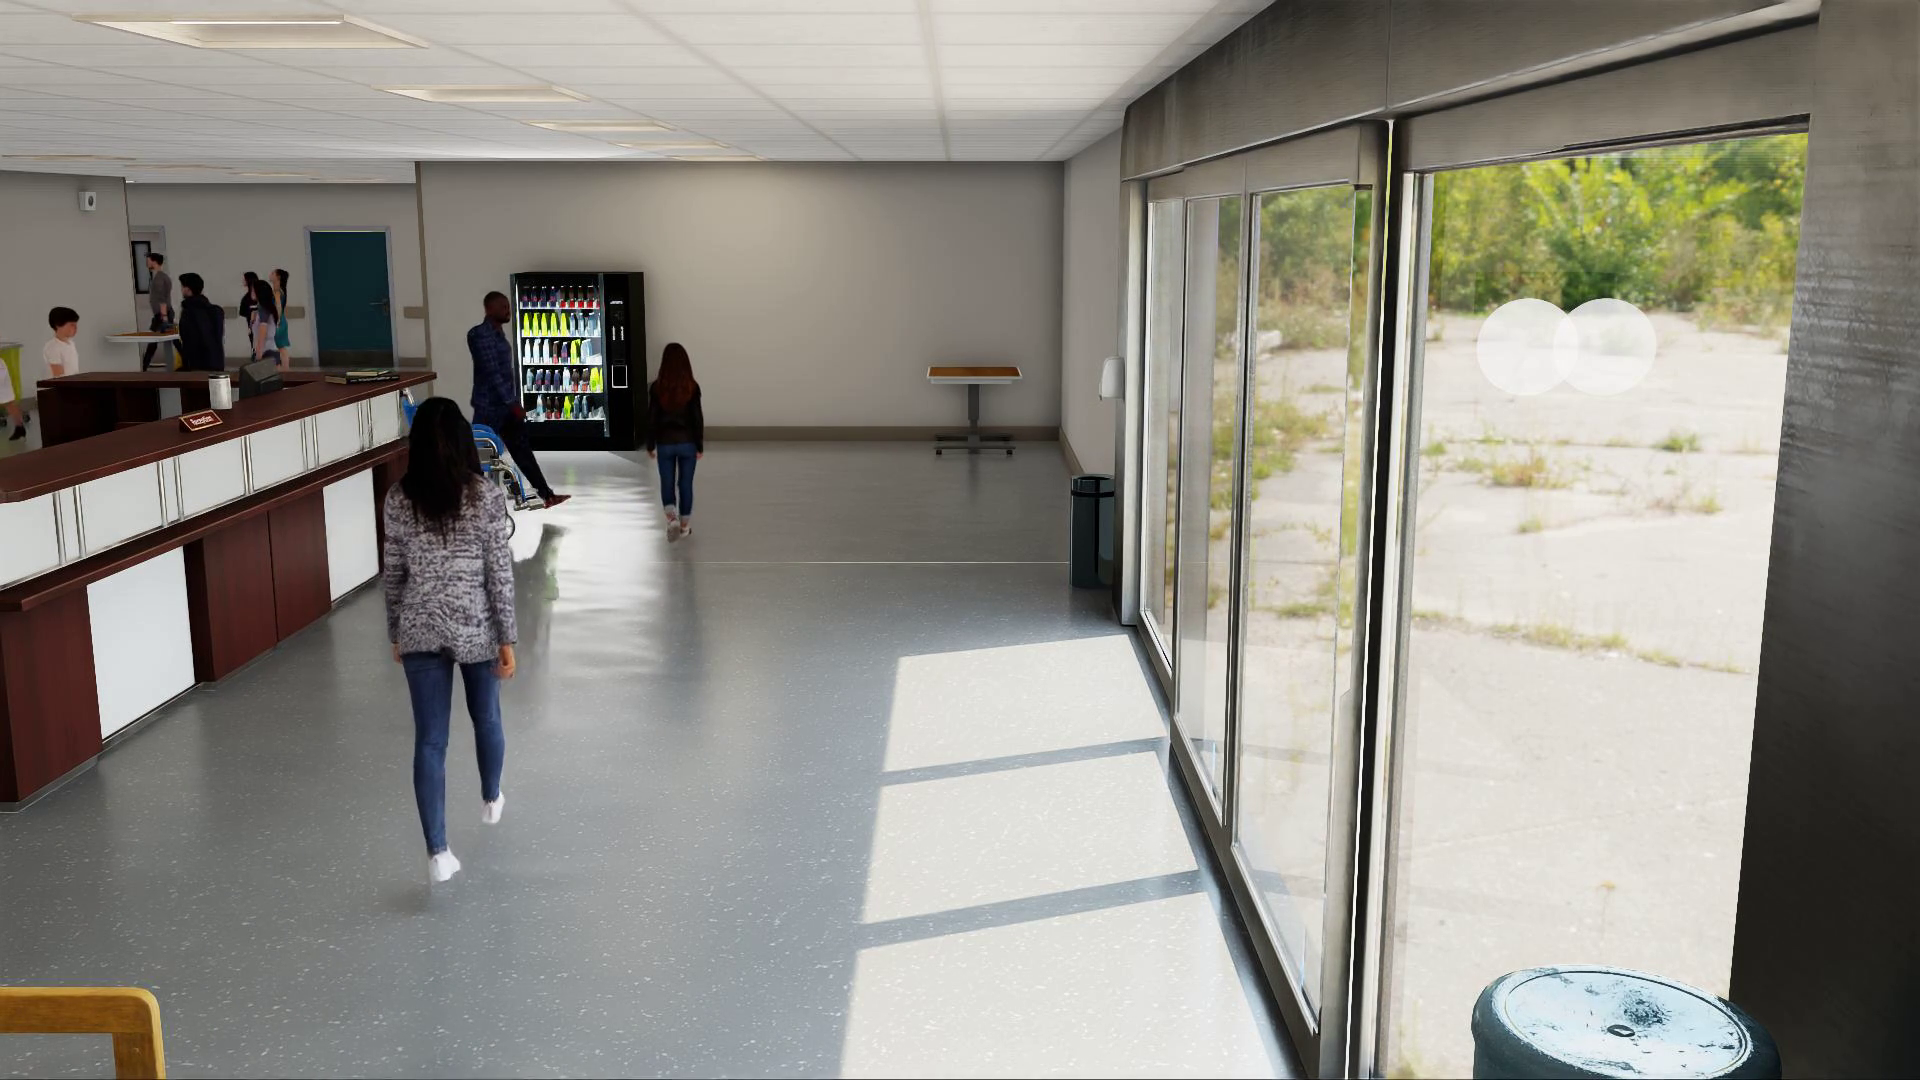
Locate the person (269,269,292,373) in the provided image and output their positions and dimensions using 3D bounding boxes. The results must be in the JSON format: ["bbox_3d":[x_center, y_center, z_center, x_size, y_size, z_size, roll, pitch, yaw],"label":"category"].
[{"bbox_3d":[-10.132,-3.188,24.762,0.601,1.681,0.611,-4,11,-18],"label":"person"}]

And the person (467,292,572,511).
[{"bbox_3d":[-3.790,-1.045,13.200,1.142,1.782,0.702,1,11,3],"label":"person"}]

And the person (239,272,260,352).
[{"bbox_3d":[-10.622,-3.224,25.067,0.676,1.639,0.673,-3,11,-17],"label":"person"}]

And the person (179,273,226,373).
[{"bbox_3d":[-7.121,-1.599,15.876,1.075,1.873,0.862,3,11,17],"label":"person"}]

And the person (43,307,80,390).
[{"bbox_3d":[-7.687,-1.150,14.143,0.826,1.637,0.614,-1,11,-4],"label":"person"}]

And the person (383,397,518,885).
[{"bbox_3d":[-1.839,0.389,5.923,1.171,1.679,0.845,-2,11,-10],"label":"person"}]

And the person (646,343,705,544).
[{"bbox_3d":[-2.092,-0.701,12.223,0.783,1.472,0.715,-2,11,-10],"label":"person"}]

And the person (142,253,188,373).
[{"bbox_3d":[-12.223,-3.460,25.720,1.257,1.859,0.922,-3,11,-14],"label":"person"}]

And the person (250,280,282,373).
[{"bbox_3d":[-7.922,-2.127,19.201,1.192,1.671,0.938,-6,12,-27],"label":"person"}]
